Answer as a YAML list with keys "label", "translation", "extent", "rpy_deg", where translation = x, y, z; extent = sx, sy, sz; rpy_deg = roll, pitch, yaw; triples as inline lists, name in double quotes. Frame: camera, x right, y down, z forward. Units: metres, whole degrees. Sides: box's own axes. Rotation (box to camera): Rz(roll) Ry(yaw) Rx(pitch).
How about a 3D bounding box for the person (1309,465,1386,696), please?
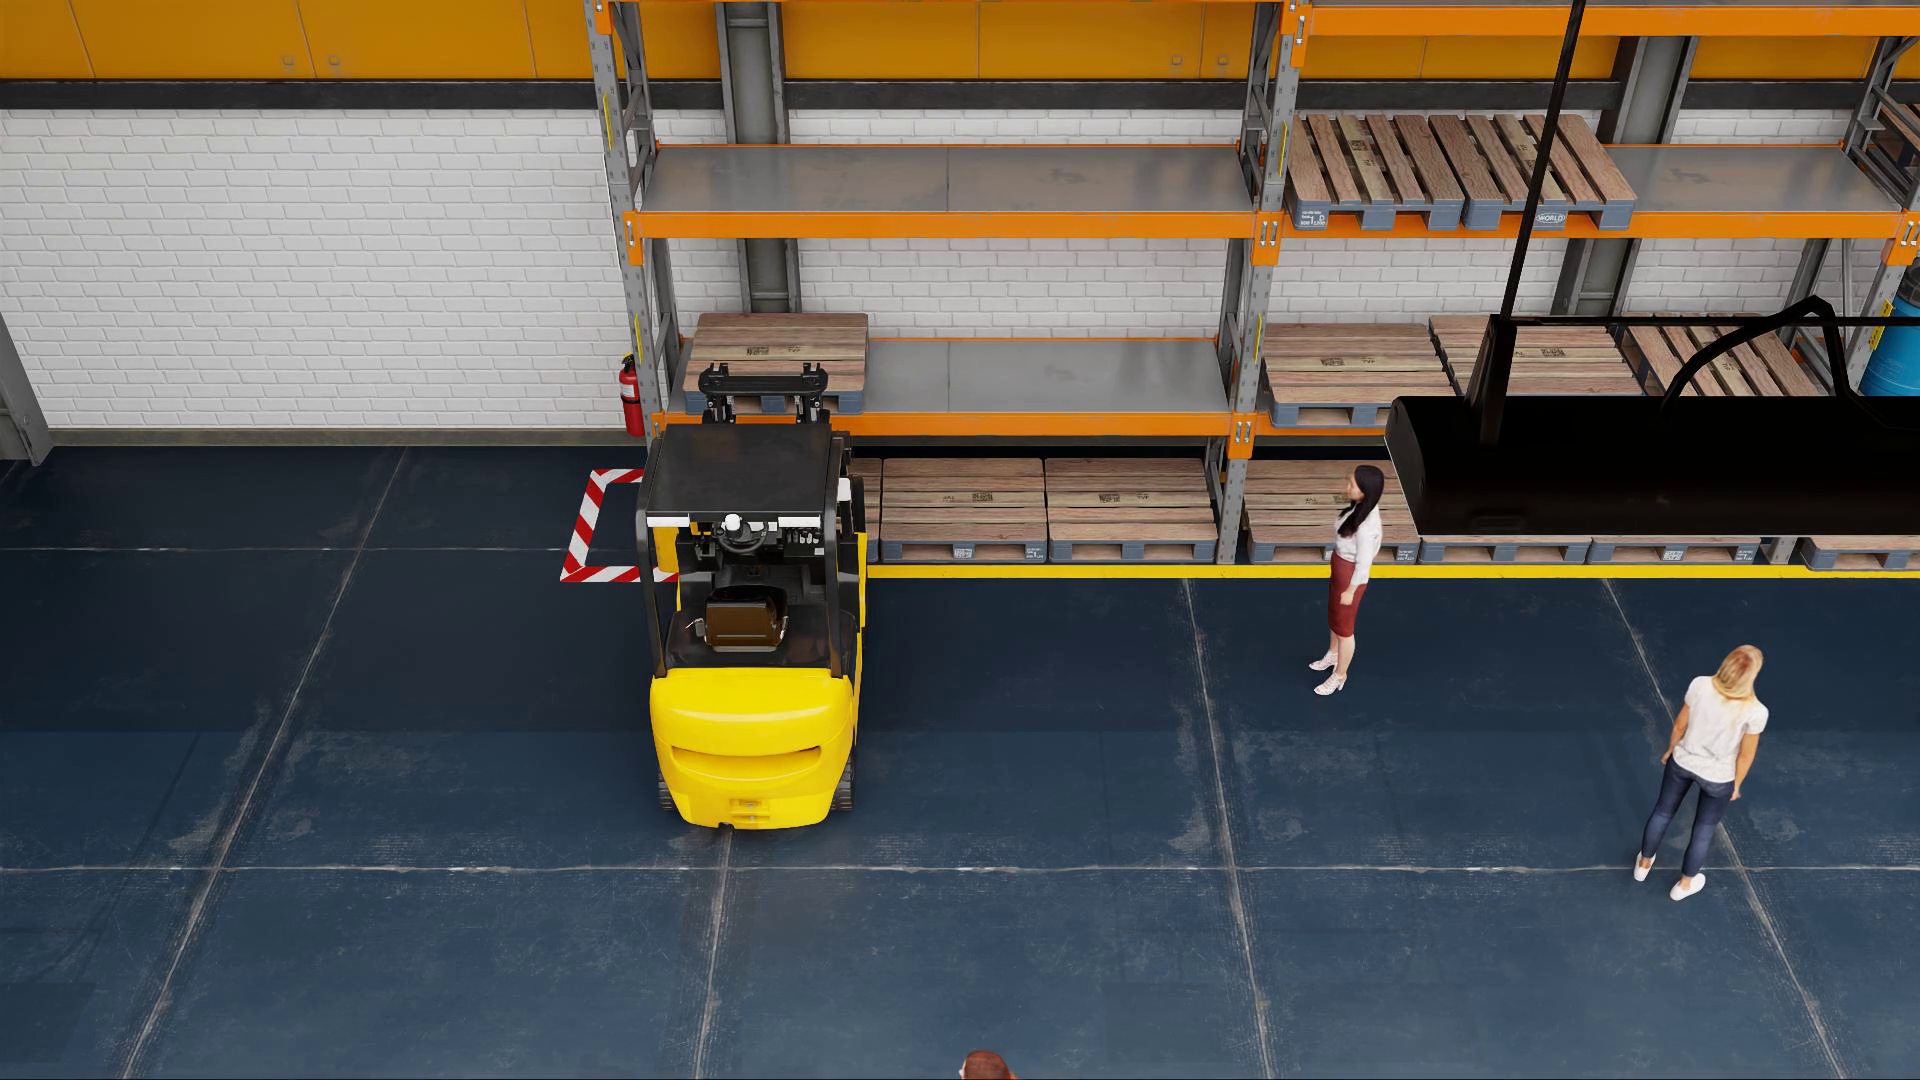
- label: "person"
  translation: [2.452, 0.251, 10.519]
  extent: [0.507, 1.751, 0.593]
  rpy_deg: [2, 39, 2]

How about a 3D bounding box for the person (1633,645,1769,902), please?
- label: "person"
  translation: [4.094, 1.281, 9.184]
  extent: [0.657, 1.809, 0.719]
  rpy_deg: [31, 48, 33]

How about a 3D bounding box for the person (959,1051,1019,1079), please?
- label: "person"
  translation: [0.161, 2.807, 7.344]
  extent: [0.609, 1.719, 0.658]
  rpy_deg: [5, 39, 7]
